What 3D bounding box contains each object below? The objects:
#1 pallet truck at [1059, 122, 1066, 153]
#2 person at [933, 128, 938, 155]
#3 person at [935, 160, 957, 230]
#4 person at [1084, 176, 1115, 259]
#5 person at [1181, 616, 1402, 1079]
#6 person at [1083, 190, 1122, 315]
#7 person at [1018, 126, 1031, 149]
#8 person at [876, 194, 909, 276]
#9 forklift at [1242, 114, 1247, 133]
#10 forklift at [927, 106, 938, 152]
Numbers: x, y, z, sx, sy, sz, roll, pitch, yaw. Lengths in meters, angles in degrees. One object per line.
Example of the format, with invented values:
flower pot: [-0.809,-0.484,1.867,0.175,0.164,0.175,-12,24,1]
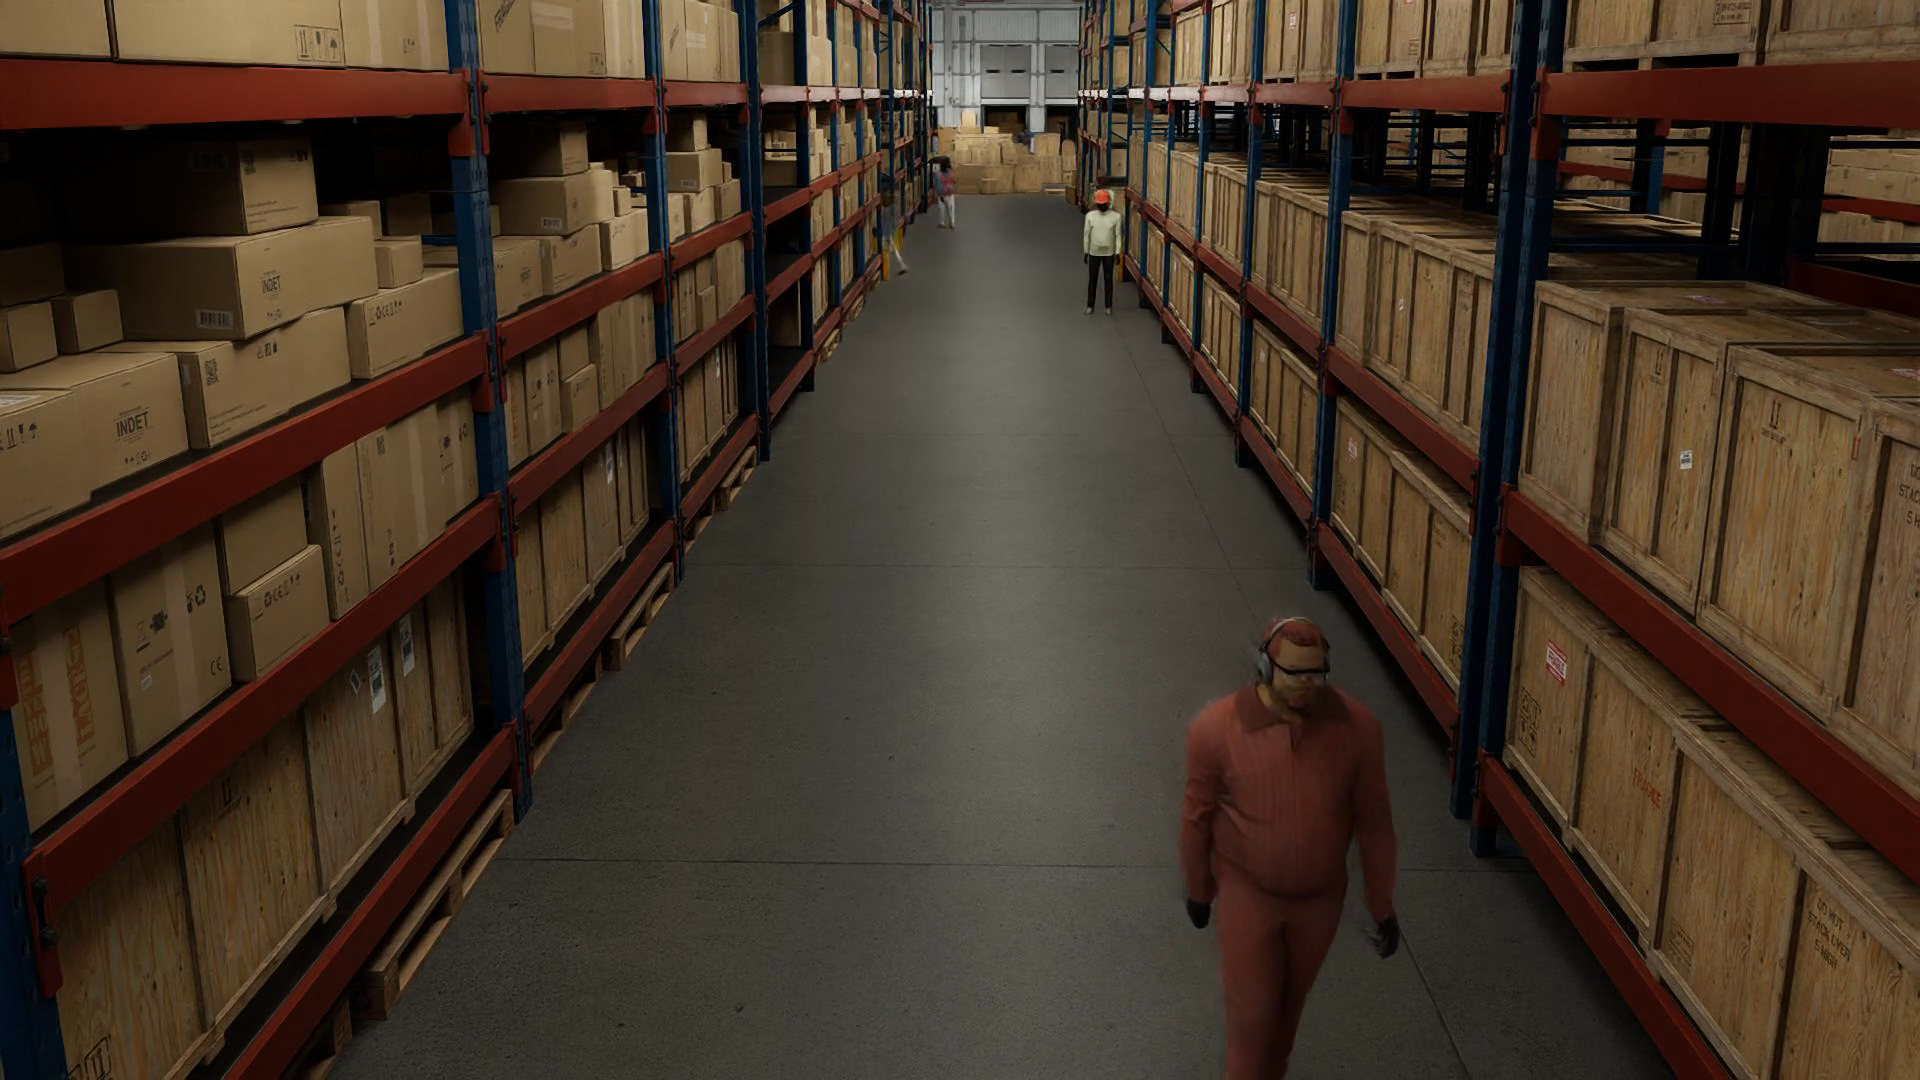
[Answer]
pallet truck: [5.788,-21.111,88.014,1.885,1.965,0.823,5,16,18]
person: [-1.166,-17.855,76.087,0.879,1.909,0.549,-1,15,-5]
person: [-0.363,-9.005,43.407,0.654,1.784,0.810,-6,16,-20]
person: [2.912,-6.680,34.726,0.573,1.784,0.991,-14,20,-42]
person: [1.080,1.176,5.328,0.657,1.875,0.863,-2,15,-9]
person: [2.266,-4.586,26.554,0.609,1.984,0.399,3,15,12]
person: [3.182,-19.583,82.522,0.663,1.906,0.816,-5,16,-17]
person: [-1.413,-5.905,32.228,0.873,1.597,0.508,1,15,4]
forklift: [9.945,-13.322,57.357,1.873,2.768,1.129,-8,17,-27]
forklift: [-1.526,-20.314,83.372,1.129,2.768,1.873,-14,20,-41]
